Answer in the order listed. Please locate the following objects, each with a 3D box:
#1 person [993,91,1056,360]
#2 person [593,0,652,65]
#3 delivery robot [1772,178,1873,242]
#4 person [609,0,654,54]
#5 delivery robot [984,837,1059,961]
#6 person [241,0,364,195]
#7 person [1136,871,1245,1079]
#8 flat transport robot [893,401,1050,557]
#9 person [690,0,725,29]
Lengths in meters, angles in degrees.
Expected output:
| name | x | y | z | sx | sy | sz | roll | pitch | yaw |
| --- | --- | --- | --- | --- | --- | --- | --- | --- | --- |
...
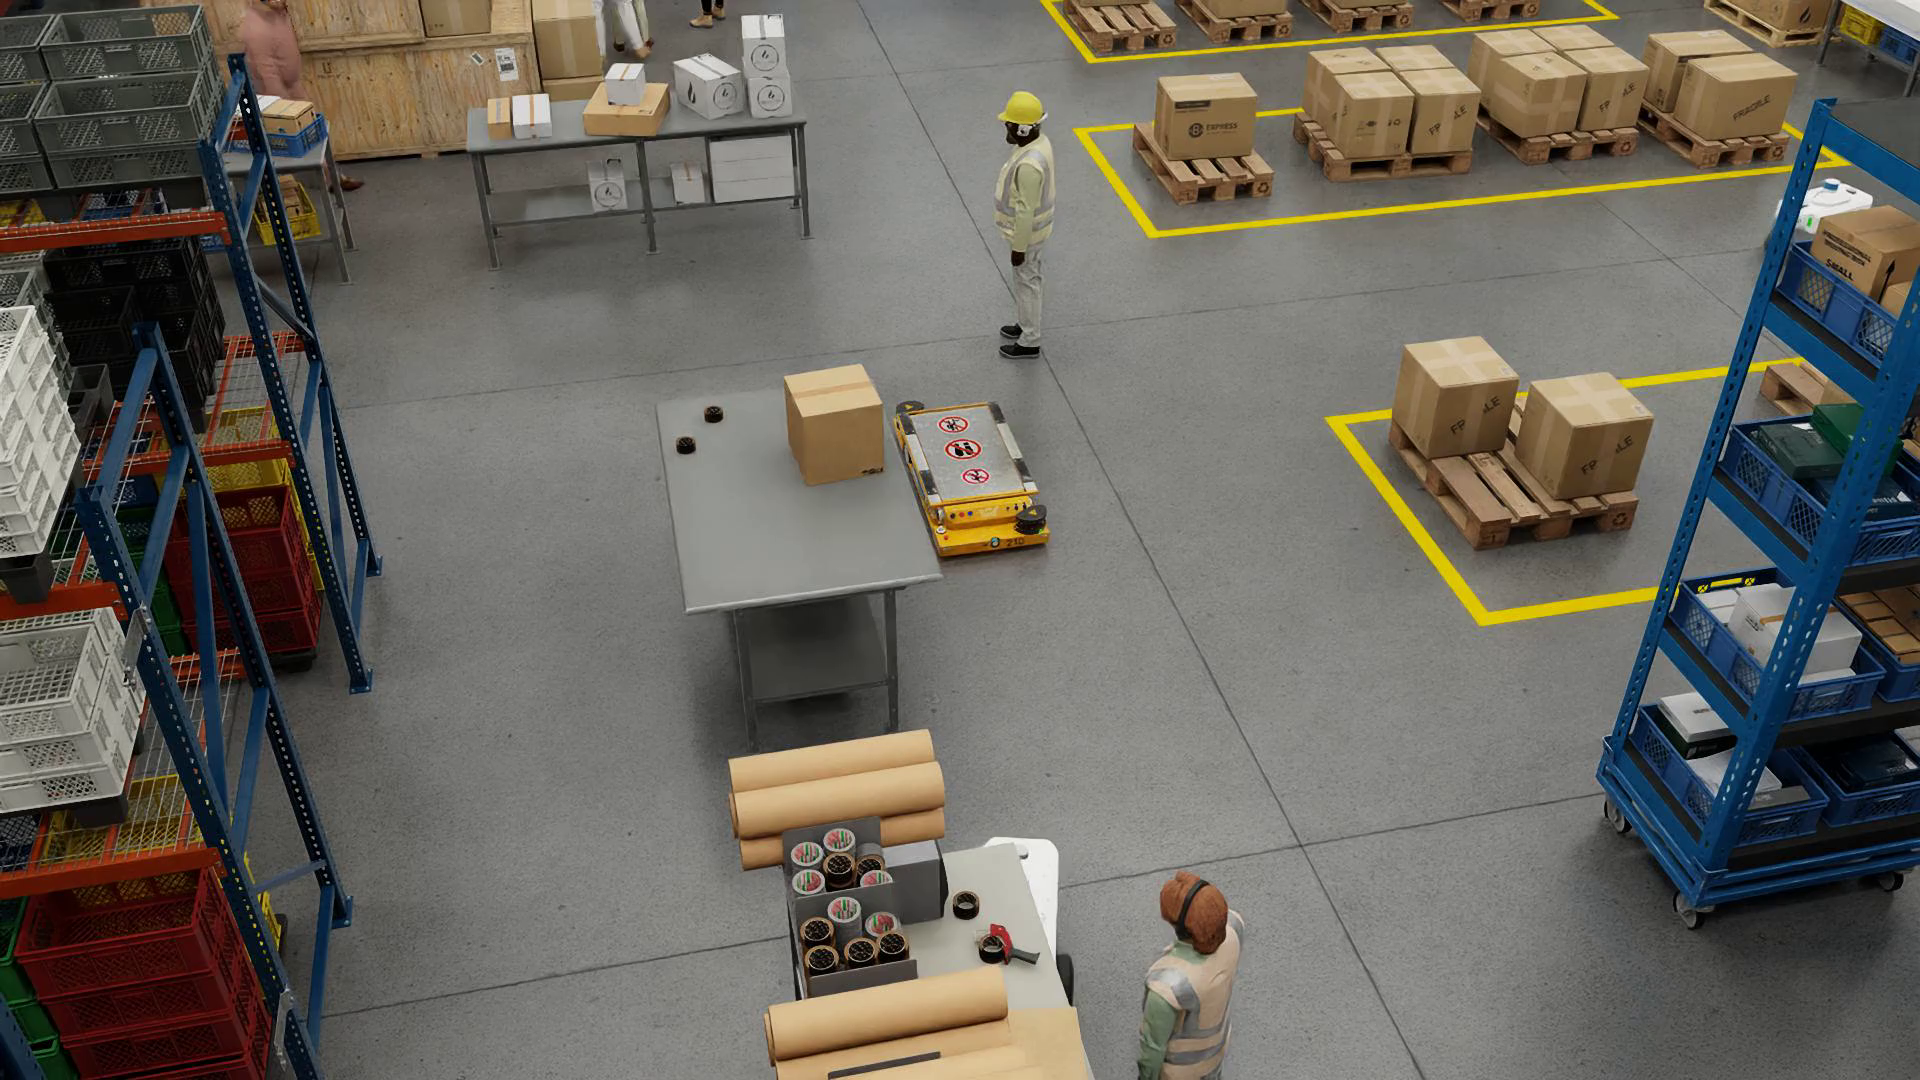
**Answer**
| name | x | y | z | sx | sy | sz | roll | pitch | yaw |
| --- | --- | --- | --- | --- | --- | --- | --- | --- | --- |
| person | 0.423 | -2.086 | 11.046 | 0.403 | 1.826 | 0.596 | 4 | 37 | 5 |
| person | -3.299 | -5.302 | 15.384 | 0.486 | 1.806 | 0.725 | 29 | 45 | 33 |
| delivery robot | 6.514 | -2.487 | 12.557 | 0.707 | 0.478 | 0.477 | -17 | 40 | -22 |
| person | -3.205 | -5.526 | 15.628 | 0.518 | 1.870 | 0.323 | -4 | 37 | -6 |
| delivery robot | 0.243 | 1.591 | 7.080 | 0.477 | 0.478 | 0.707 | 2 | 37 | 3 |
| person | -5.269 | -3.515 | 12.954 | 0.964 | 1.836 | 0.659 | 1 | 37 | 2 |
| person | 0.806 | 1.807 | 5.969 | 0.312 | 1.631 | 0.514 | 28 | 45 | 32 |
| flat transport robot | 0.046 | -0.430 | 10.108 | 0.652 | 0.197 | 1.431 | -8 | 37 | -10 |
| person | -2.539 | -5.879 | 16.245 | 0.321 | 1.695 | 0.537 | 16 | 40 | 21 |
